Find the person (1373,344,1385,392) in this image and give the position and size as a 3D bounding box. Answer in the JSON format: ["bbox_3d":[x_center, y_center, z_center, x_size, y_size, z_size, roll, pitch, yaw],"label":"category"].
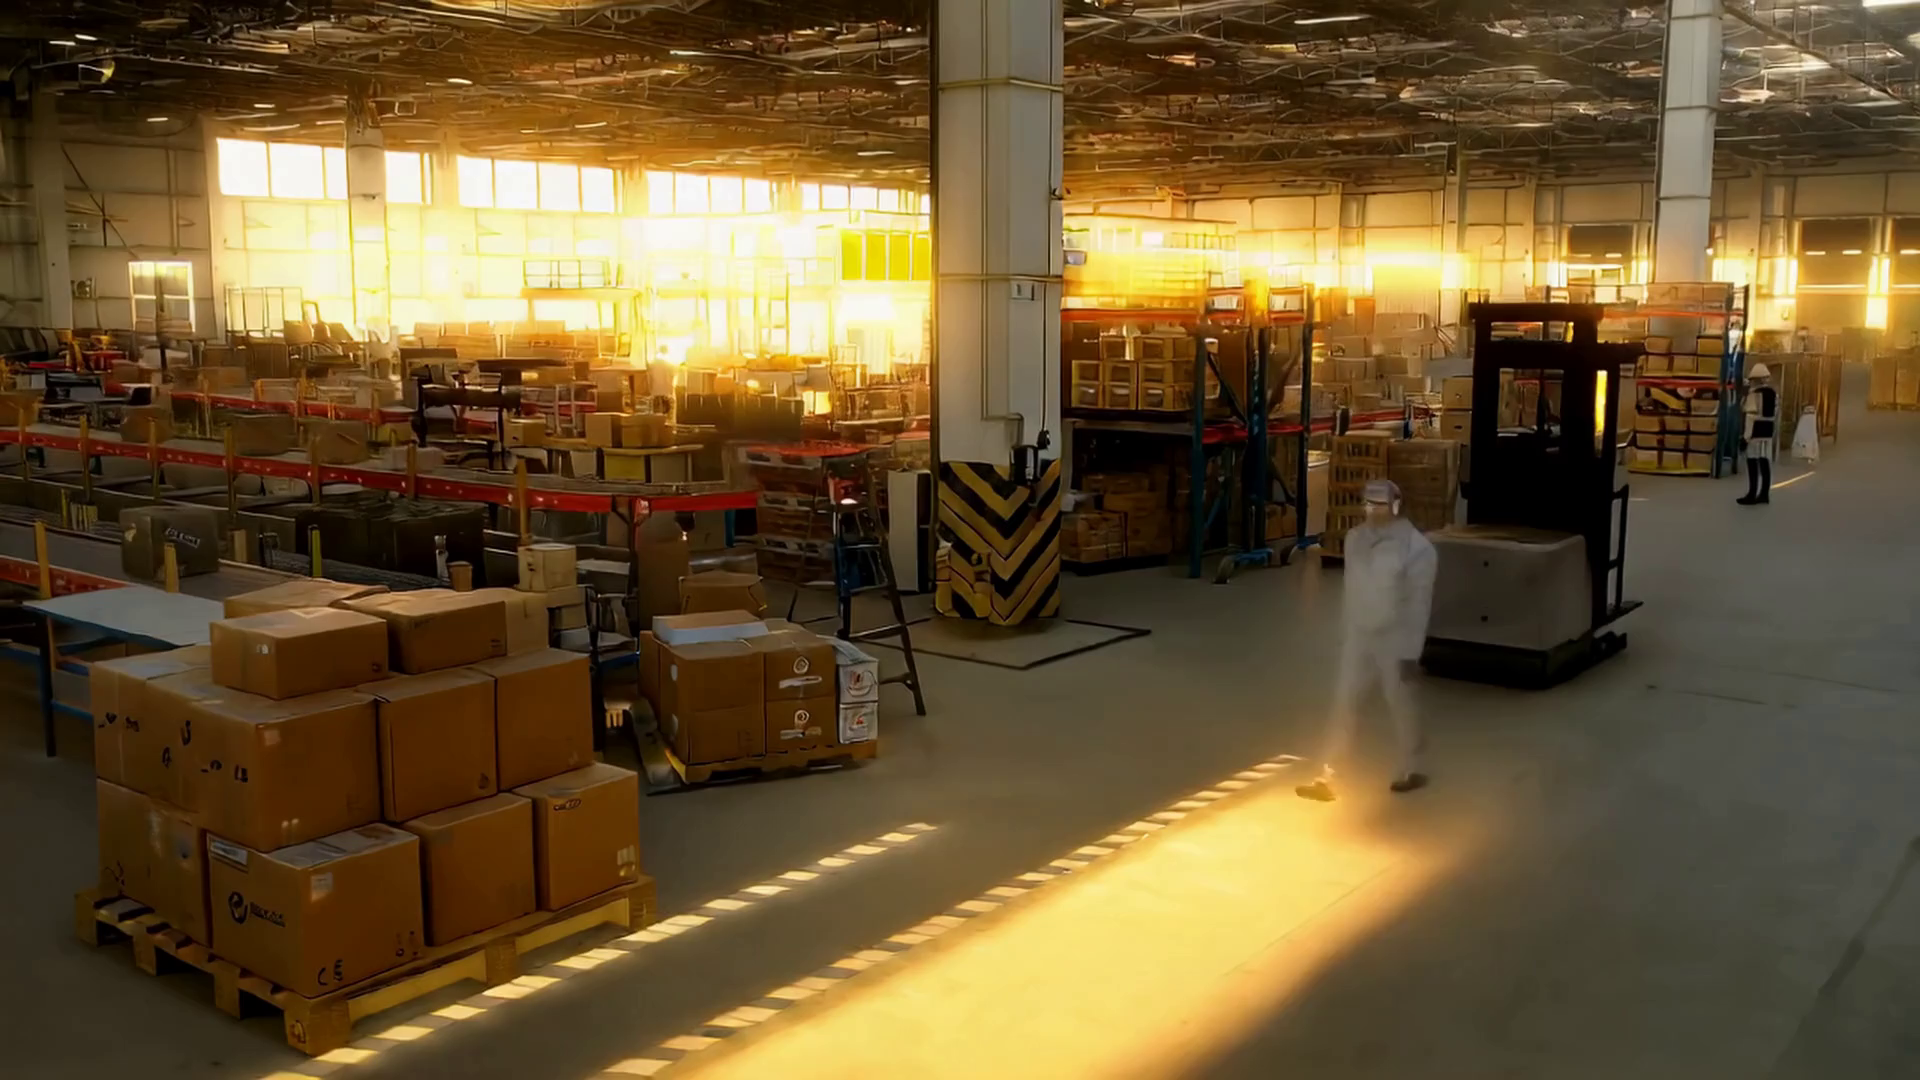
[{"bbox_3d":[10.771,-4.230,42.729,0.853,1.594,0.511,7,11,40],"label":"person"}]

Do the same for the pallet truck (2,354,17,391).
[{"bbox_3d":[-24.881,-4.417,42.634,1.885,1.965,0.823,8,11,41],"label":"pallet truck"}]

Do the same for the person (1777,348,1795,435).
[{"bbox_3d":[16.940,-3.045,34.161,0.314,1.769,0.523,0,8,1],"label":"person"}]

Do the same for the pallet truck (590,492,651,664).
[{"bbox_3d":[-3.115,0.344,12.883,0.653,1.274,1.630,7,11,37],"label":"pallet truck"}]

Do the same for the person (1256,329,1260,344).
[{"bbox_3d":[12.404,-8.162,68.391,0.508,1.846,0.345,2,9,13],"label":"person"}]

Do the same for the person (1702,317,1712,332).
[{"bbox_3d":[31.811,-8.647,71.154,0.621,1.997,0.372,4,10,27],"label":"person"}]

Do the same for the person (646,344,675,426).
[{"bbox_3d":[-5.702,-2.762,31.733,0.547,1.930,0.407,0,8,0],"label":"person"}]

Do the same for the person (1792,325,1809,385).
[{"bbox_3d":[26.503,-5.819,52.488,0.552,1.885,1.008,-3,9,-22],"label":"person"}]

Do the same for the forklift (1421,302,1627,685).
[{"bbox_3d":[4.379,-0.438,12.852,1.129,2.768,1.873,7,11,37],"label":"forklift"}]

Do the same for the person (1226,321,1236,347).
[{"bbox_3d":[9.876,-7.047,60.753,1.013,1.883,0.572,-1,9,-9],"label":"person"}]

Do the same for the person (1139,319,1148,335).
[{"bbox_3d":[7.167,-7.602,64.401,0.538,1.904,0.619,-2,9,-15],"label":"person"}]

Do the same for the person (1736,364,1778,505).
[{"bbox_3d":[10.922,-1.448,22.827,0.551,1.935,0.375,-5,10,-28],"label":"person"}]

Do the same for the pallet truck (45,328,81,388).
[{"bbox_3d":[-23.775,-4.544,43.495,1.885,1.965,0.823,6,10,35],"label":"pallet truck"}]

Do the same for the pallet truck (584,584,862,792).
[{"bbox_3d":[-1.426,0.805,10.019,1.601,1.201,0.680,-4,9,-26],"label":"pallet truck"}]

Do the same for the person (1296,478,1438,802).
[{"bbox_3d":[2.366,0.576,9.446,0.983,1.850,0.671,-7,11,-38],"label":"person"}]
